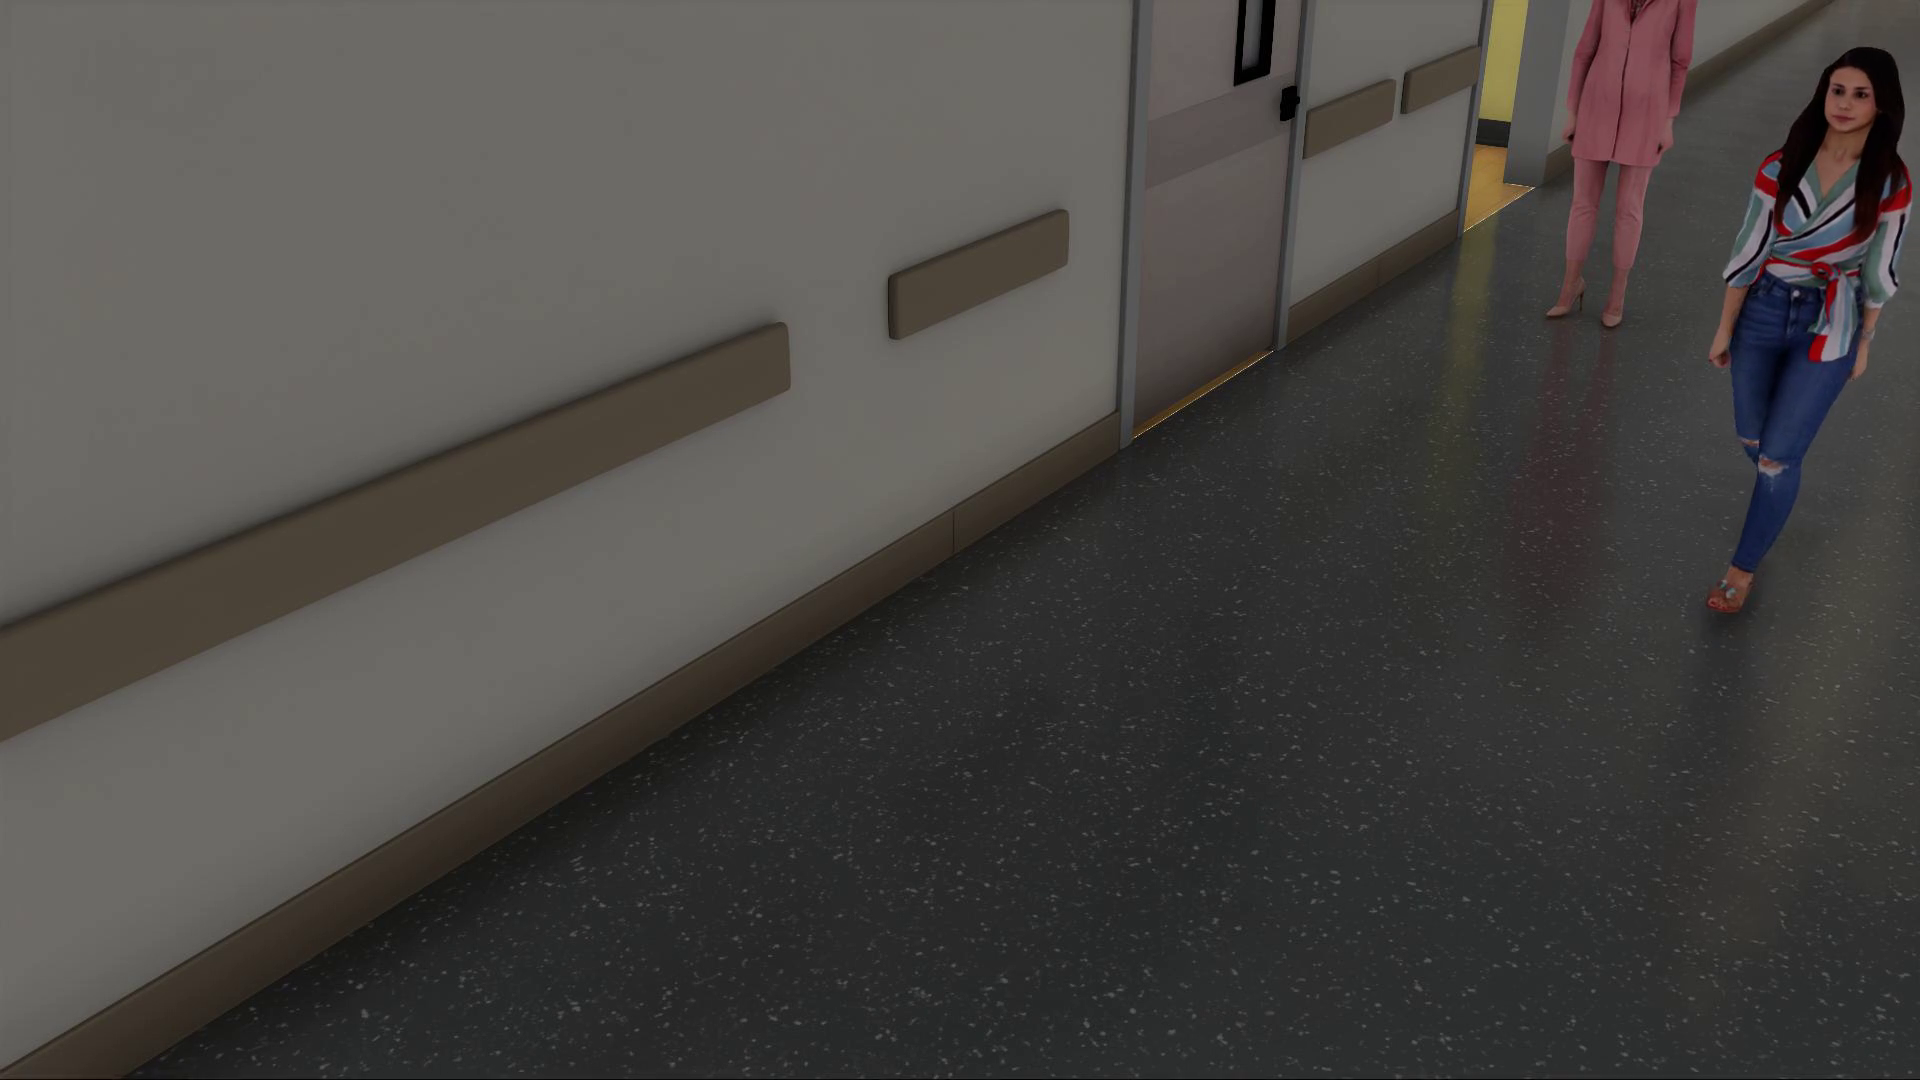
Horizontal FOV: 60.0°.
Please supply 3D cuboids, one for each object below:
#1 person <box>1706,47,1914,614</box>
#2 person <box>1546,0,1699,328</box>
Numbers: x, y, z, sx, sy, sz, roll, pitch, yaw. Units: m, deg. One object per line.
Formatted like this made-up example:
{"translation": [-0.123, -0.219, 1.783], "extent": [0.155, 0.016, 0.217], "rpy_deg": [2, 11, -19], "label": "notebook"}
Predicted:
{"translation": [2.479, -0.623, 4.907], "extent": [1.021, 1.580, 0.721], "rpy_deg": [21, 33, 36], "label": "person"}
{"translation": [2.849, -1.818, 7.129], "extent": [0.437, 1.802, 0.671], "rpy_deg": [17, 30, 31], "label": "person"}
